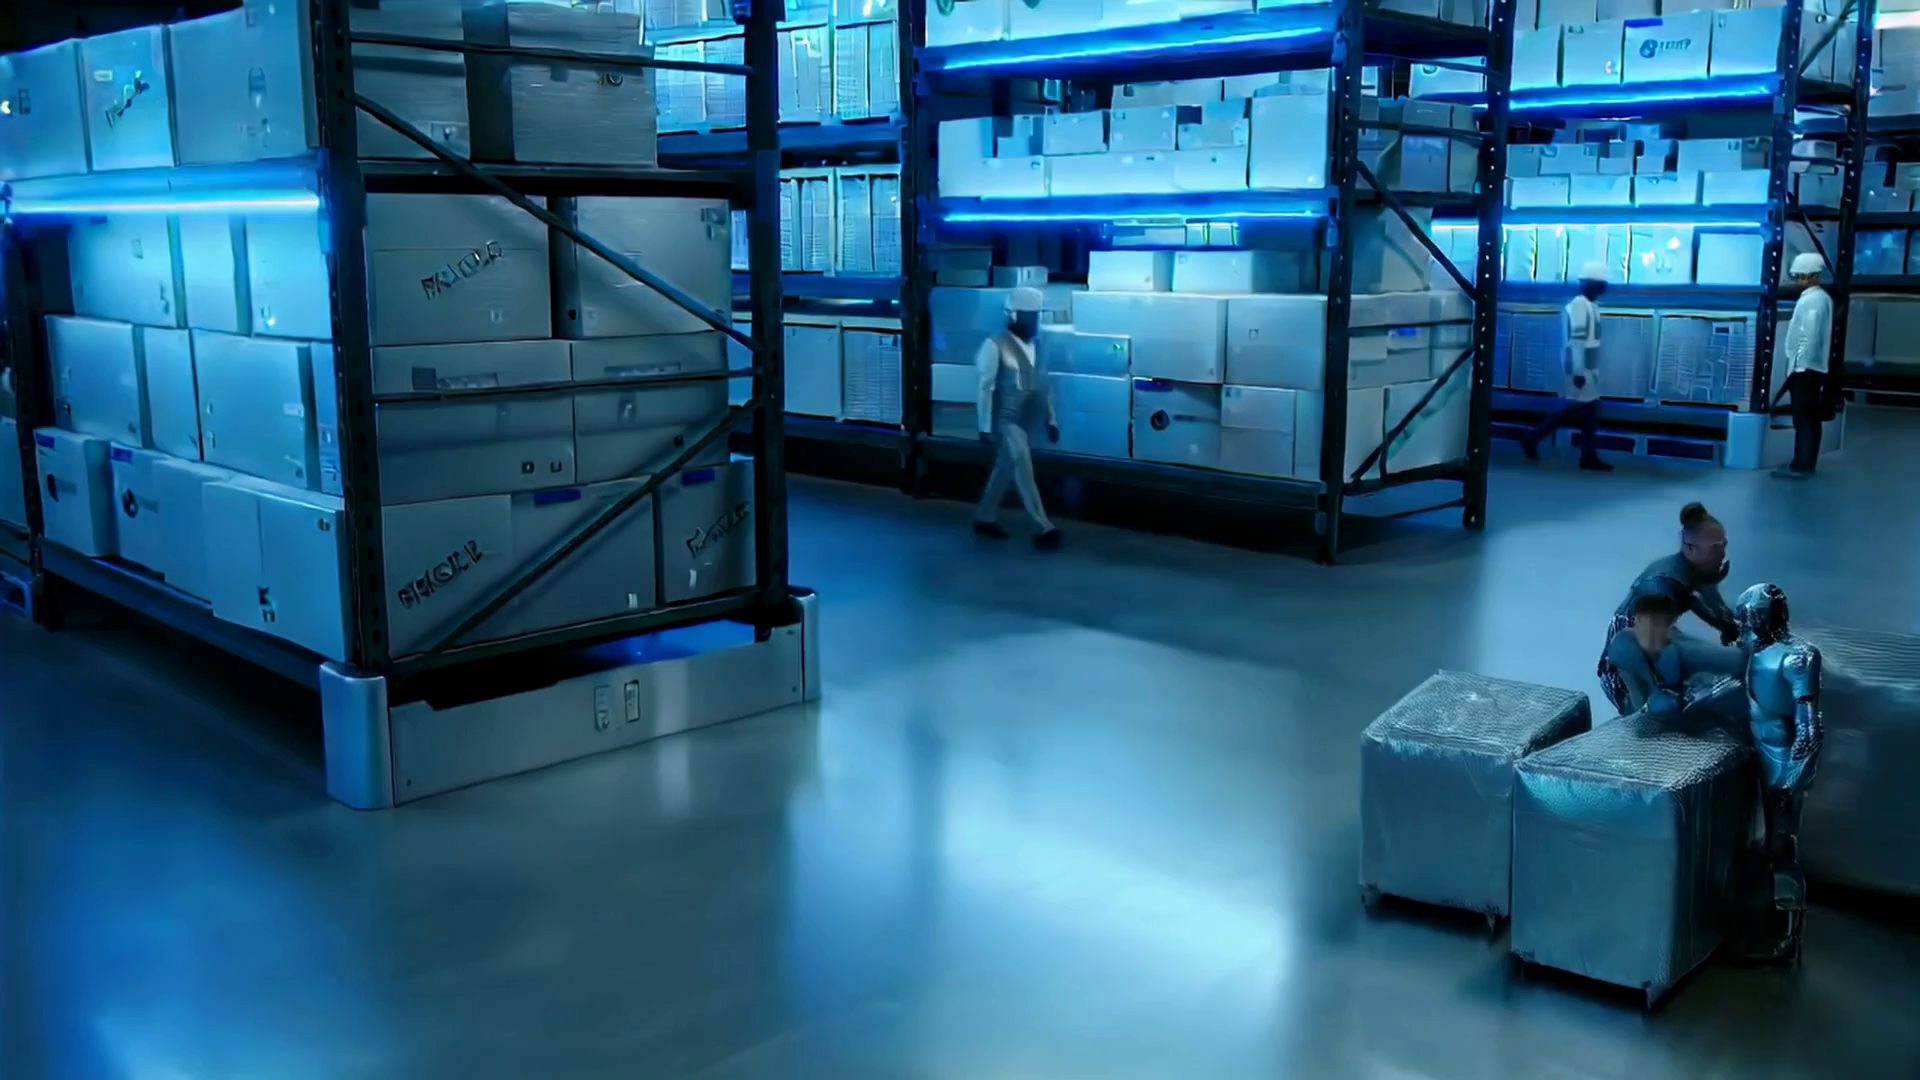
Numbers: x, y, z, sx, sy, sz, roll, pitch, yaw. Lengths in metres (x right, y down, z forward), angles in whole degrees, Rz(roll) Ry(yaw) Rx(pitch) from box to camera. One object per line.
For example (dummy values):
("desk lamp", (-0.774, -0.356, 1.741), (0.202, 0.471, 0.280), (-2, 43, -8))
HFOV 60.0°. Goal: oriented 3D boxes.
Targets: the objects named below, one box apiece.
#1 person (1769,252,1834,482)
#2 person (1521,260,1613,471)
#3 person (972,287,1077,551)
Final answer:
("person", (7.322, -1.494, 14.437), (0.391, 1.986, 0.608), (9, 14, 41))
("person", (5.576, -1.584, 15.133), (0.733, 1.916, 0.558), (7, 13, 34))
("person", (0.432, -0.834, 11.392), (0.980, 1.776, 0.609), (9, 14, 40))
